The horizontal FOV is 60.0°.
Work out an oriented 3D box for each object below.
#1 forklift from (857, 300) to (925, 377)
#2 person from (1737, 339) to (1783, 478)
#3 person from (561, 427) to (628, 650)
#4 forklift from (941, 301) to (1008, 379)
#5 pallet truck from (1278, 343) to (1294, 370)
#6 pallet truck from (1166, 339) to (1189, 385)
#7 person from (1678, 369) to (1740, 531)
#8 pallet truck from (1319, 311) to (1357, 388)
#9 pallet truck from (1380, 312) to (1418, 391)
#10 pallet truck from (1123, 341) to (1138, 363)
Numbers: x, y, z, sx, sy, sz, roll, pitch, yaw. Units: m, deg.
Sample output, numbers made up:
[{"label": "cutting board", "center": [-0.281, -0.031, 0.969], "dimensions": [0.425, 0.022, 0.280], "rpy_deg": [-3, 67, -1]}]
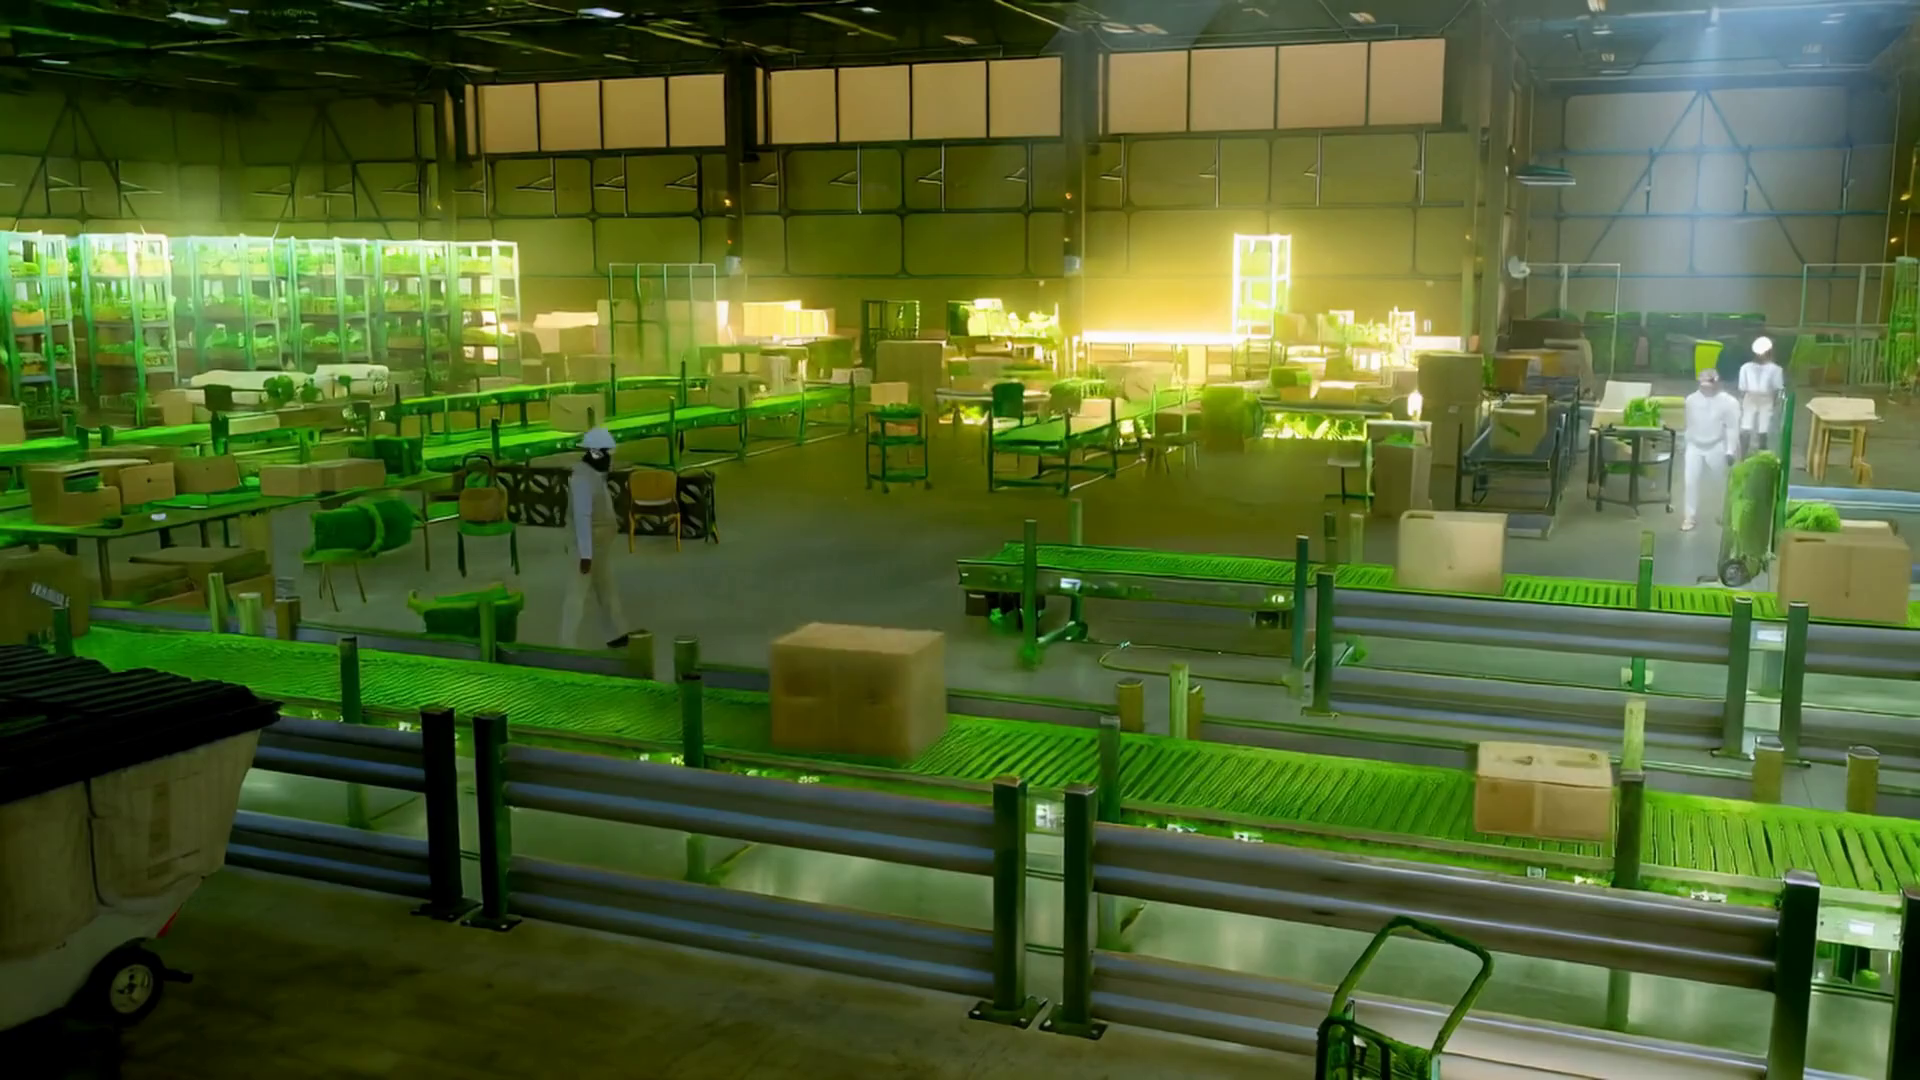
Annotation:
[{"label": "forklift", "center": [-1.732, -5.109, 42.468], "dimensions": [1.157, 1.987, 2.680], "rpy_deg": [4, 10, 22]}, {"label": "person", "center": [11.455, -1.880, 23.879], "dimensions": [0.602, 1.989, 1.068], "rpy_deg": [7, 12, 35]}, {"label": "person", "center": [-2.813, 0.037, 12.827], "dimensions": [0.589, 1.802, 0.665], "rpy_deg": [-1, 9, -4]}, {"label": "forklift", "center": [0.365, -4.966, 41.571], "dimensions": [1.157, 1.987, 2.680], "rpy_deg": [3, 10, 20]}, {"label": "pallet truck", "center": [7.886, -4.163, 39.743], "dimensions": [0.653, 1.274, 1.630], "rpy_deg": [4, 10, 22]}, {"label": "pallet truck", "center": [5.418, -4.269, 40.420], "dimensions": [0.704, 1.261, 1.522], "rpy_deg": [3, 10, 20]}, {"label": "person", "center": [8.672, -1.049, 19.199], "dimensions": [0.649, 1.866, 0.972], "rpy_deg": [9, 13, 44]}, {"label": "pallet truck", "center": [9.071, -4.419, 39.190], "dimensions": [0.823, 1.965, 1.885], "rpy_deg": [5, 10, 26]}, {"label": "pallet truck", "center": [10.207, -4.283, 38.369], "dimensions": [0.823, 1.965, 1.885], "rpy_deg": [3, 10, 20]}, {"label": "pallet truck", "center": [4.445, -4.380, 41.279], "dimensions": [0.680, 1.201, 1.601], "rpy_deg": [4, 10, 22]}]
